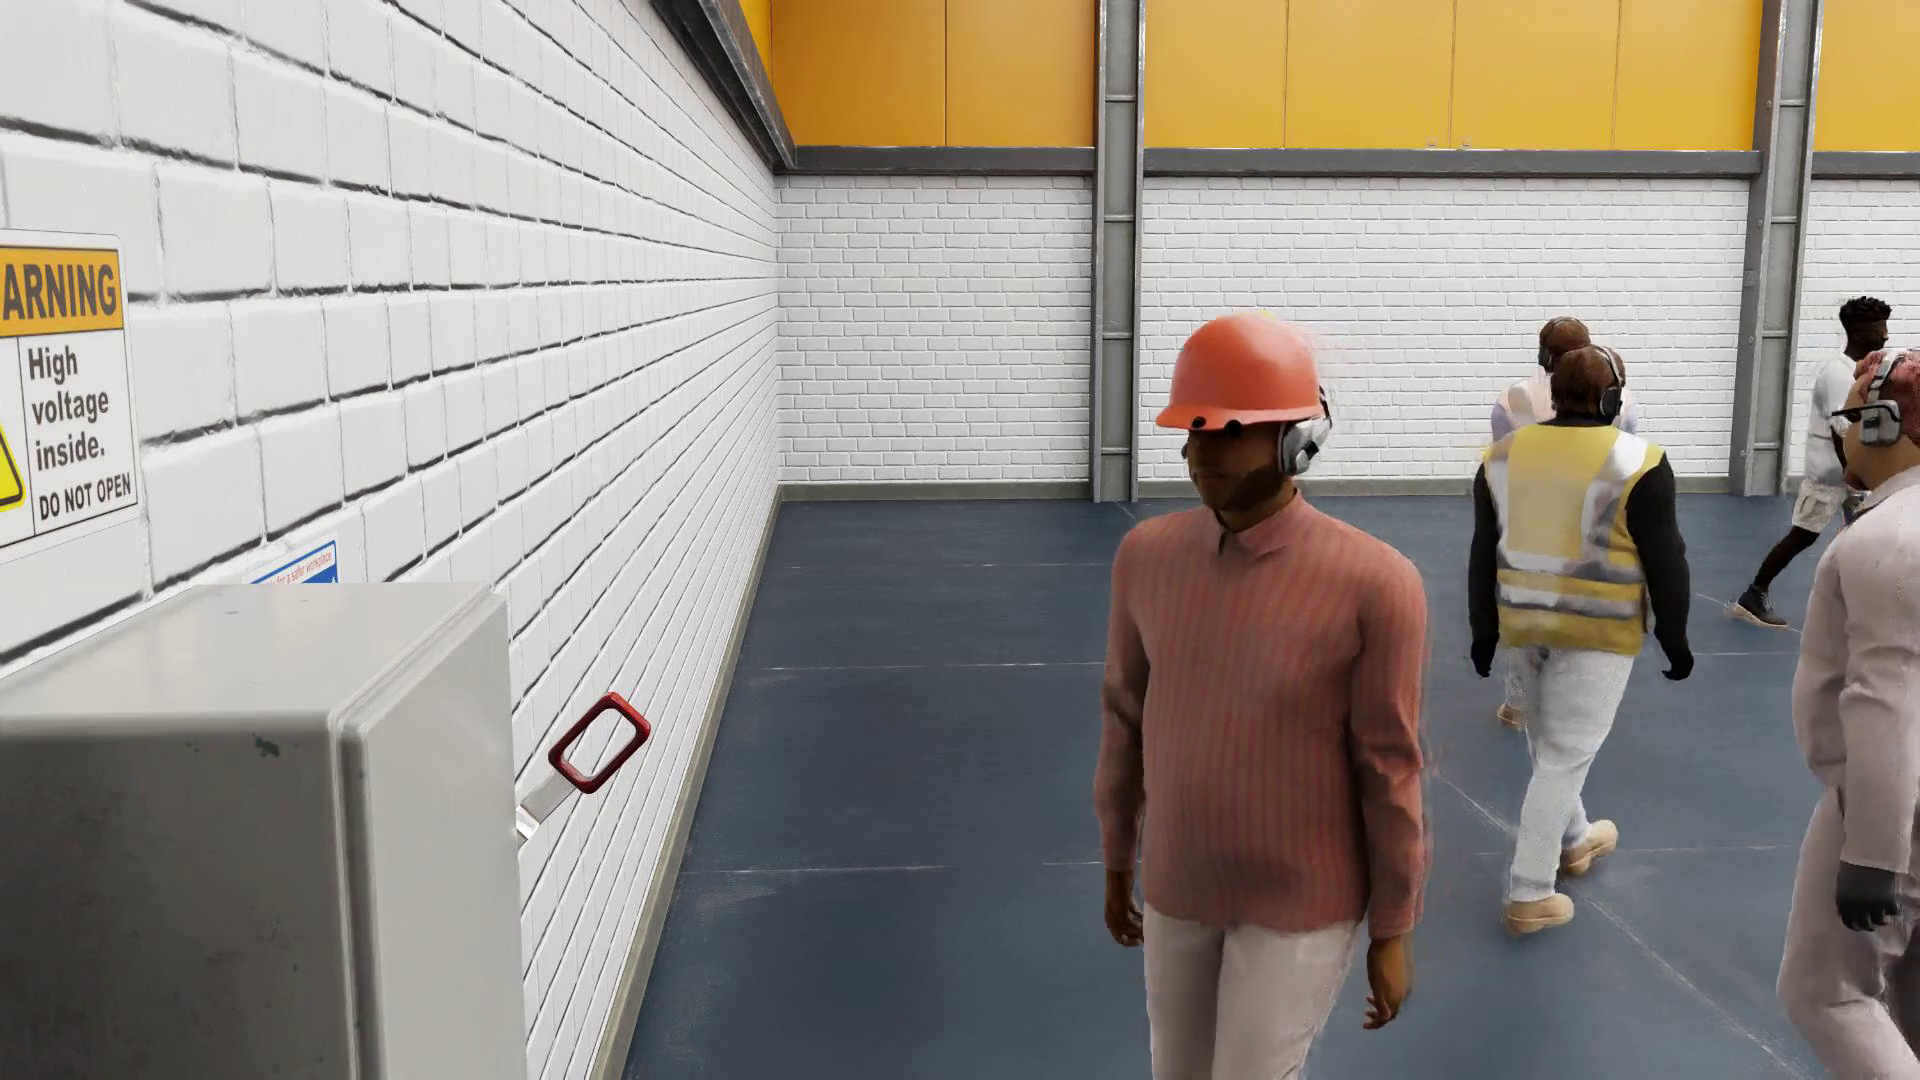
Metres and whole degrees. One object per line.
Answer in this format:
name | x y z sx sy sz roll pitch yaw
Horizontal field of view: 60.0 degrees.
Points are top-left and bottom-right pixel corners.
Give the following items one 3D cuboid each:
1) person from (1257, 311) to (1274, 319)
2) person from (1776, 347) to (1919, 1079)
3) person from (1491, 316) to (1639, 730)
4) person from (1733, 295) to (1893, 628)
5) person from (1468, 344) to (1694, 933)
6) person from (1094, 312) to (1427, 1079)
person | 2.347 -0.926 13.107 0.489 1.742 0.323 6 11 35
person | 1.949 0.558 3.364 0.679 1.876 0.516 -7 11 -38
person | 2.643 -0.061 7.368 0.622 1.844 0.429 2 9 10
person | 4.893 -0.401 9.292 0.599 1.923 1.019 -8 12 -40
person | 2.008 0.289 5.295 0.912 1.803 0.633 -7 11 -36
person | 0.542 0.580 2.969 0.629 1.970 0.855 8 12 41
